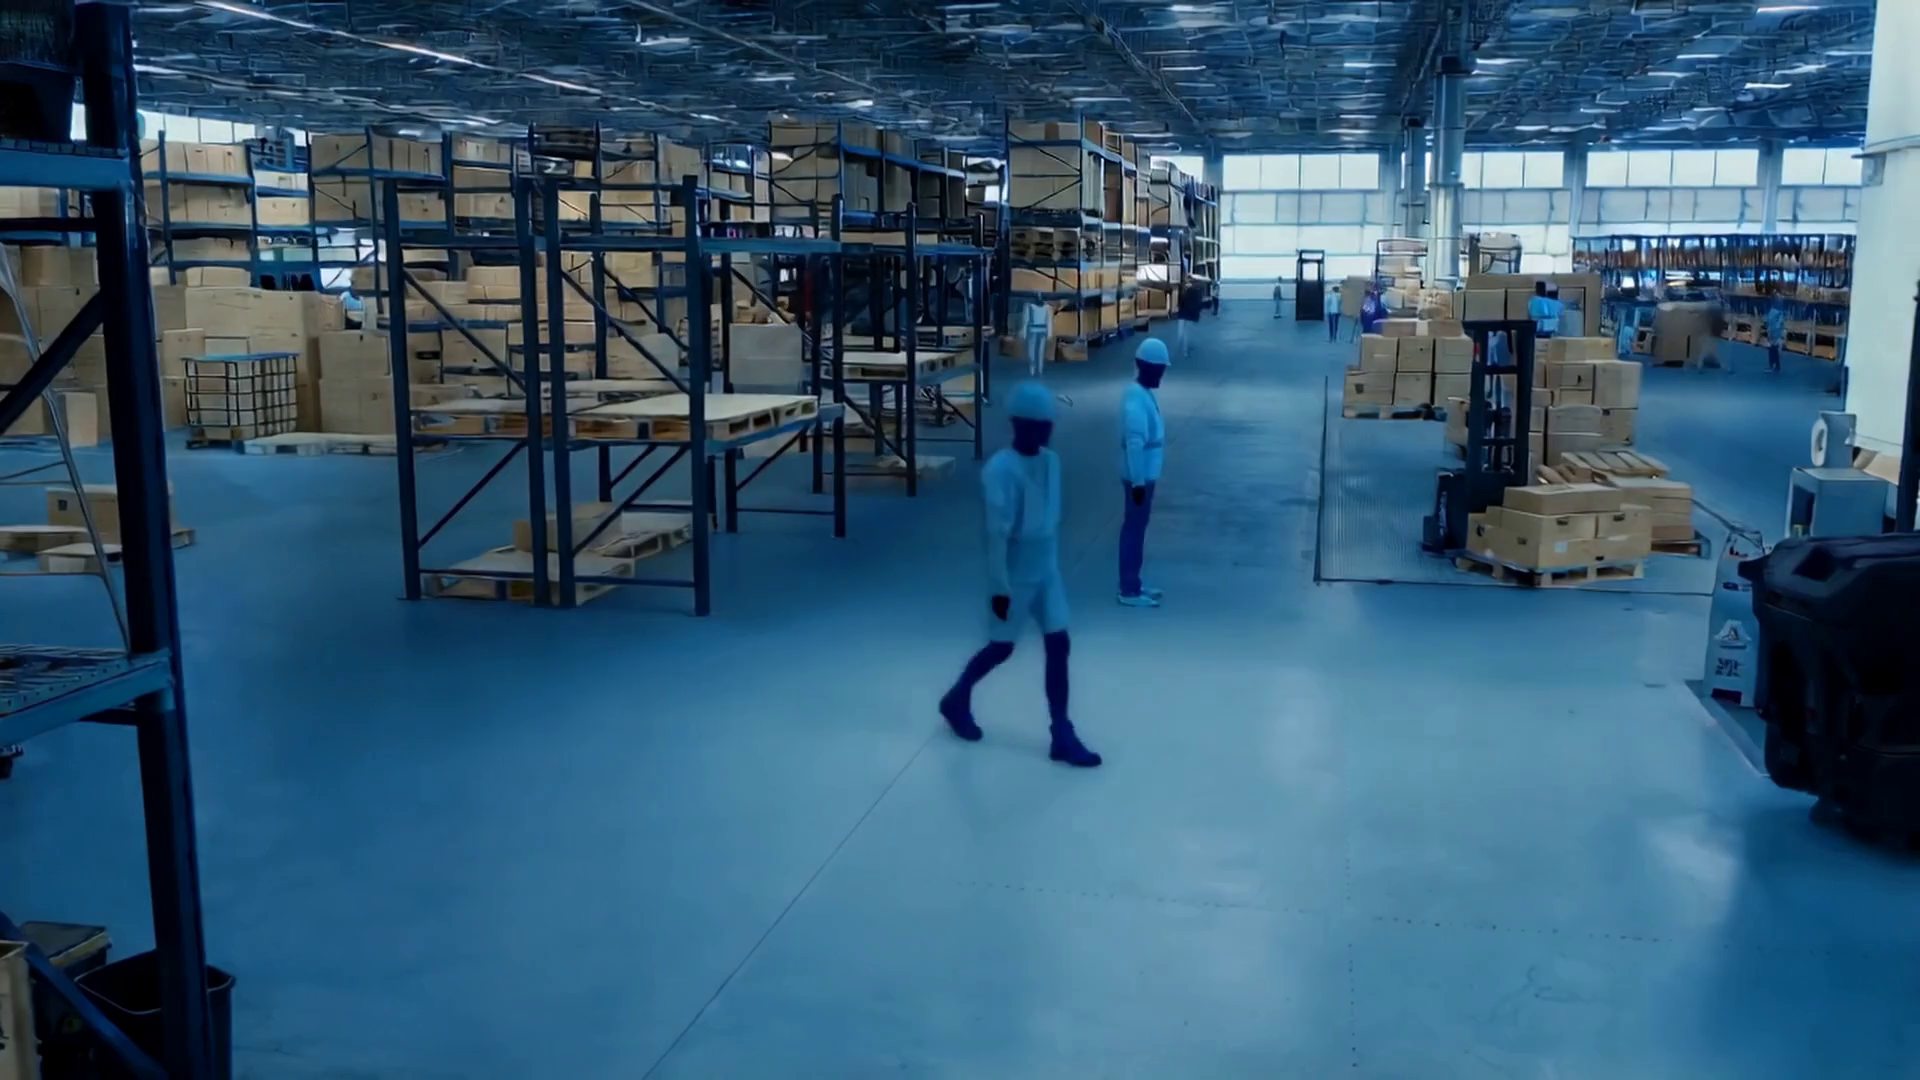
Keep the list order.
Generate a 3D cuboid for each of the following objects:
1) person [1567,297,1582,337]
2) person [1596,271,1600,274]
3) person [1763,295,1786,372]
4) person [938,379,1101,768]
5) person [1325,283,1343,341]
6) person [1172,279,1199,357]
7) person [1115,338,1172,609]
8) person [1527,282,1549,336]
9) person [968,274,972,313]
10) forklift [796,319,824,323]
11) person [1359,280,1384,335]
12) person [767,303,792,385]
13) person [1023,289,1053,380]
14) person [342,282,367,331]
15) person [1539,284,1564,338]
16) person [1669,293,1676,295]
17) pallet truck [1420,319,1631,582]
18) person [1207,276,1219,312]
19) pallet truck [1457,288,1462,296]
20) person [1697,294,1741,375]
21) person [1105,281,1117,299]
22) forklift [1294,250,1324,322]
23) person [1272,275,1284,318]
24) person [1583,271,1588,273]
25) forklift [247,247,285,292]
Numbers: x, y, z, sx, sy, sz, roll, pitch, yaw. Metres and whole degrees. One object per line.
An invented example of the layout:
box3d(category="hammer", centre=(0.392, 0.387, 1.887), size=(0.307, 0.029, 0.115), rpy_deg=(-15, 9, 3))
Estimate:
box3d(category="person", centre=(14.185, -4.833, 38.581), size=(0.714, 1.605, 0.507), rpy_deg=(9, 13, 44))
box3d(category="person", centre=(33.868, -13.345, 88.290), size=(0.374, 1.841, 0.575), rpy_deg=(-1, 10, -8))
box3d(category="person", centre=(17.945, -4.536, 36.595), size=(0.319, 1.693, 0.536), rpy_deg=(0, 10, 2))
box3d(category="person", centre=(0.274, 0.144, 8.267), size=(0.941, 1.904, 0.556), rpy_deg=(9, 13, 41))
box3d(category="person", centre=(11.285, -6.876, 50.259), size=(0.526, 1.753, 0.390), rpy_deg=(3, 10, 18))
box3d(category="person", centre=(5.682, -5.596, 42.018), size=(0.646, 1.968, 0.807), rpy_deg=(8, 12, 38))
box3d(category="person", centre=(1.312, -0.480, 11.885), size=(0.383, 1.921, 0.586), rpy_deg=(3, 10, 15))
box3d(category="person", centre=(13.218, -4.908, 37.974), size=(0.603, 1.966, 0.368), rpy_deg=(8, 12, 39))
box3d(category="person", centre=(0.589, -11.356, 76.538), size=(0.590, 1.837, 0.404), rpy_deg=(-2, 10, -13))
box3d(category="forklift", centre=(-5.273, -9.743, 63.902), size=(1.873, 2.768, 1.129), rpy_deg=(2, 10, 11))
box3d(category="person", centre=(10.144, -5.456, 40.997), size=(0.843, 2.000, 0.534), rpy_deg=(-7, 12, -35))
box3d(category="person", centre=(-3.588, -3.902, 33.075), size=(0.515, 1.611, 0.734), rpy_deg=(0, 10, -1))
box3d(category="person", centre=(1.601, -4.207, 34.103), size=(0.617, 1.865, 0.494), rpy_deg=(-1, 10, -8))
box3d(category="person", centre=(-15.039, -5.448, 41.349), size=(0.593, 1.911, 0.386), rpy_deg=(-8, 12, -40))
box3d(category="person", centre=(13.044, -4.694, 36.790), size=(0.552, 1.936, 0.362), rpy_deg=(-4, 10, -21))
box3d(category="person", centre=(34.620, -12.014, 80.503), size=(0.416, 1.814, 0.615), rpy_deg=(-7, 12, -36))
box3d(category="pallet truck", centre=(4.543, -0.757, 13.299), size=(0.823, 1.965, 1.885), rpy_deg=(-4, 10, -22))
box3d(category="person", centre=(11.897, -11.577, 78.257), size=(0.531, 1.697, 0.322), rpy_deg=(1, 10, 4))
box3d(category="pallet truck", centre=(20.506, -9.785, 68.819), size=(0.653, 1.274, 1.630), rpy_deg=(2, 10, 12))
box3d(category="person", centre=(16.257, -4.383, 35.595), size=(0.532, 1.724, 0.900), rpy_deg=(-7, 12, -36))
box3d(category="person", centre=(6.450, -10.472, 71.051), size=(0.546, 1.929, 0.370), rpy_deg=(-4, 10, -22))
box3d(category="forklift", centre=(13.778, -10.002, 65.433), size=(1.129, 2.768, 1.873), rpy_deg=(2, 10, 12))
box3d(category="person", centre=(13.440, -10.285, 70.257), size=(0.404, 1.821, 0.589), rpy_deg=(-5, 11, -25))
box3d(category="person", centre=(28.770, -11.433, 76.696), size=(0.627, 1.936, 0.585), rpy_deg=(5, 11, 26))
box3d(category="forklift", centre=(-19.778, -6.980, 47.539), size=(1.129, 2.768, 1.873), rpy_deg=(2, 10, 12))
